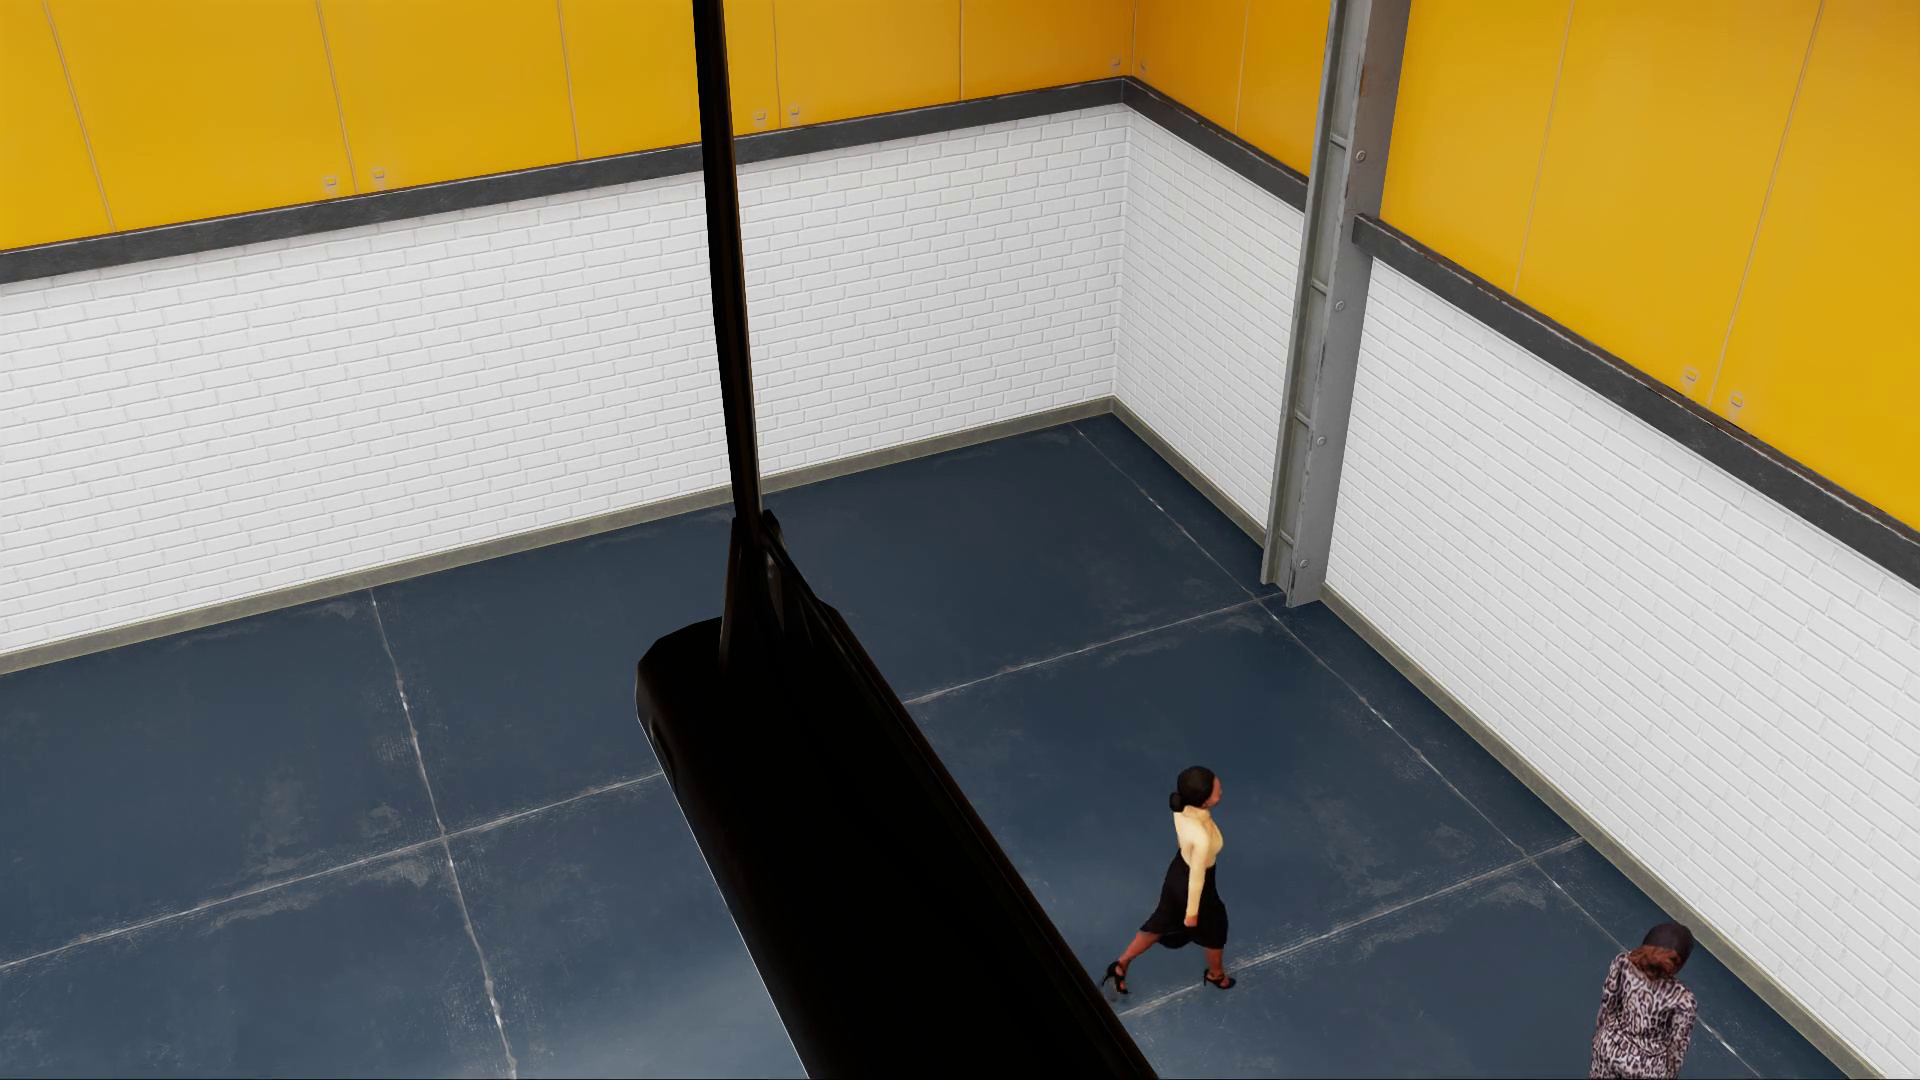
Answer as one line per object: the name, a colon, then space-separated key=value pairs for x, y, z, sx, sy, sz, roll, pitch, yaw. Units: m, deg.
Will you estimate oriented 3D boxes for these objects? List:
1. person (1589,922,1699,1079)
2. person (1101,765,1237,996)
person: x=3.190 y=2.446 z=7.903 sx=0.698 sy=1.715 sz=0.578 roll=-25 pitch=41 yaw=-33
person: x=1.141 y=1.870 z=8.857 sx=0.783 sy=1.619 sz=0.993 roll=-7 pitch=34 yaw=-11
